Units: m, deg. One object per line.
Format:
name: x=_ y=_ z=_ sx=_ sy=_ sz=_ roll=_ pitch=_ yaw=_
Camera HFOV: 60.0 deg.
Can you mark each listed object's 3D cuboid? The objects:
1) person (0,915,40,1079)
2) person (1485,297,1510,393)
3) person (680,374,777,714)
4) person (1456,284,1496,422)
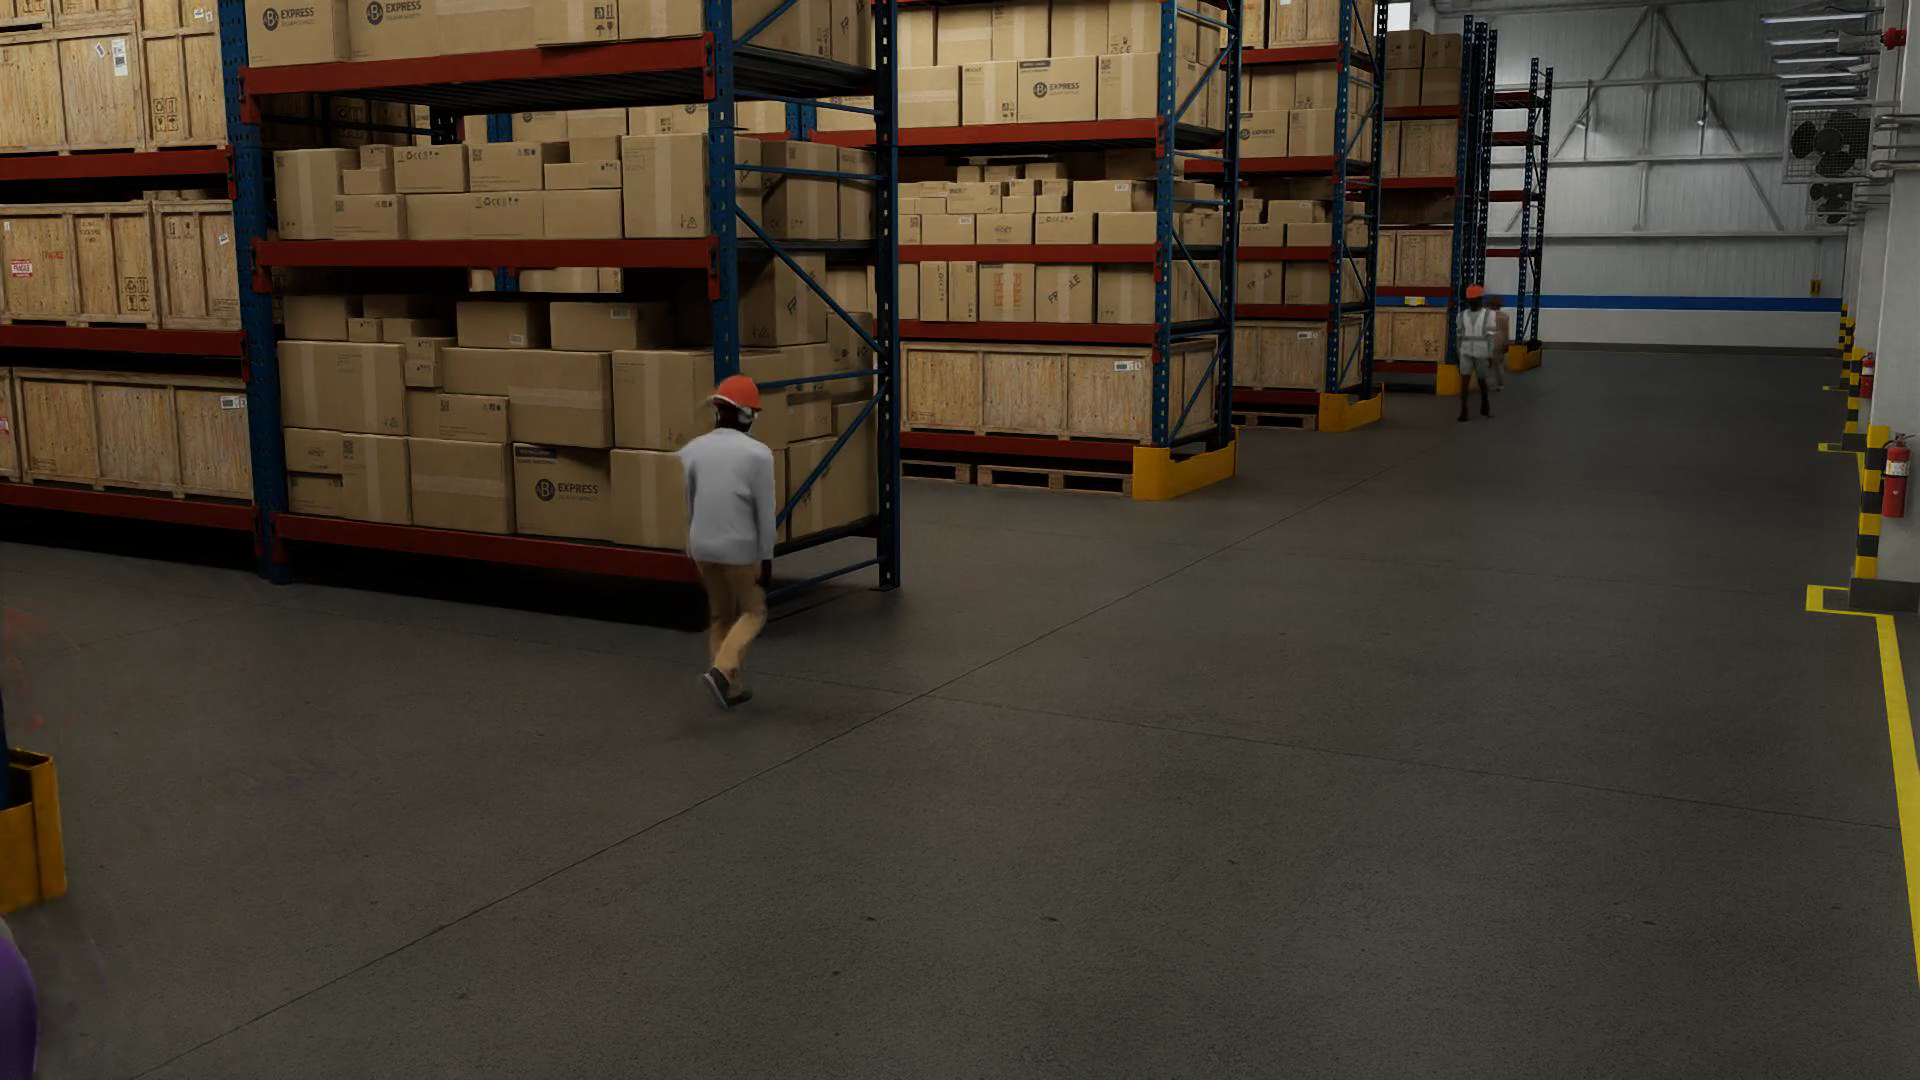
person: x=-1.323 y=1.012 z=2.208 sx=0.550 sy=1.913 sz=0.866 roll=6 pitch=12 yaw=33
person: x=8.924 y=-3.255 z=27.813 sx=0.516 sy=1.595 sz=0.855 roll=5 pitch=11 yaw=27
person: x=-1.182 y=0.037 z=8.379 sx=0.560 sy=1.726 sz=0.565 roll=5 pitch=11 yaw=27
person: x=7.180 y=-2.608 z=23.153 sx=0.554 sy=1.914 sz=0.745 roll=6 pitch=11 yaw=30
